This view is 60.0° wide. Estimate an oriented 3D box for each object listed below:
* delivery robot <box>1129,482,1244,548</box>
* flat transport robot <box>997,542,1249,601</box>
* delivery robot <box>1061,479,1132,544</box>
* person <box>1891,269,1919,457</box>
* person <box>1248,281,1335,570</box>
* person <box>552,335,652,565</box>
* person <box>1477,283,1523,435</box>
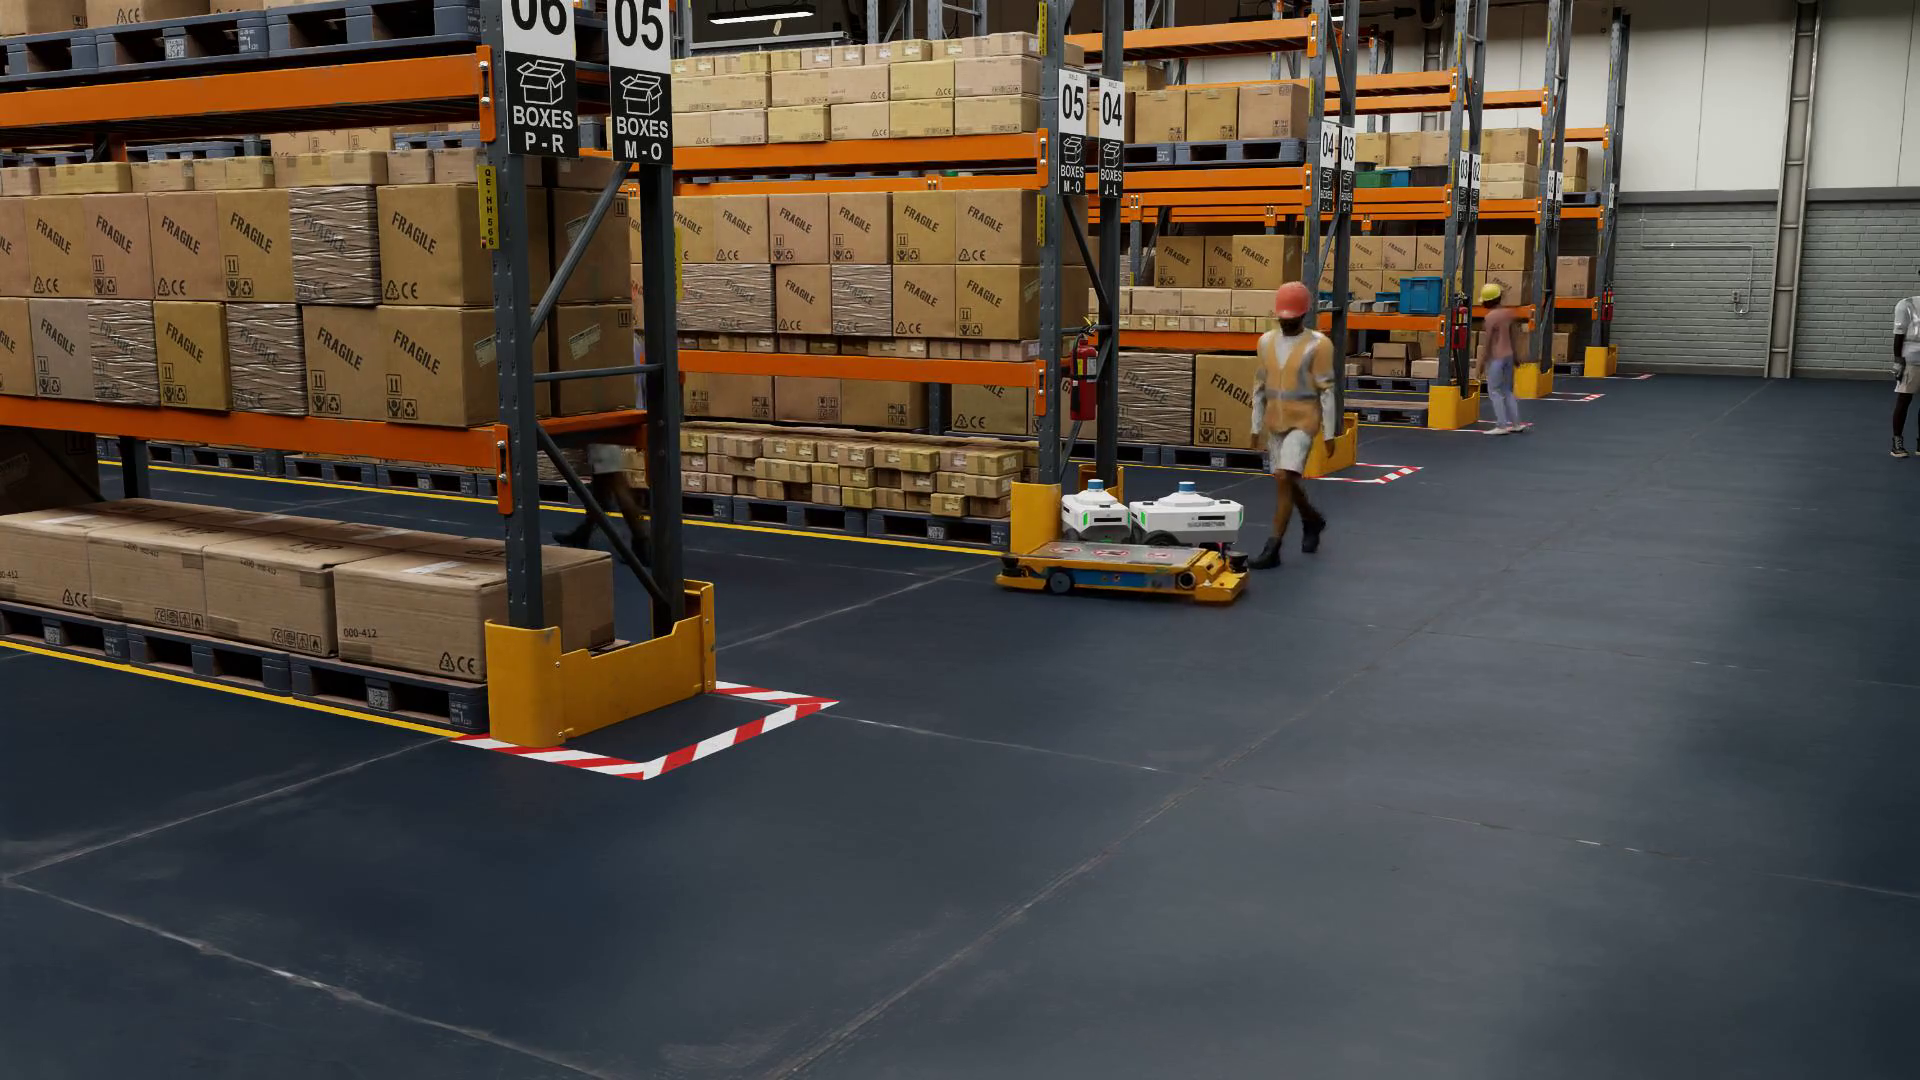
[{"bbox_3d":[1.479,-0.138,10.862,0.707,0.478,0.477,-1,10,-8],"label":"delivery robot"},{"bbox_3d":[1.000,0.173,10.142,1.431,0.197,0.652,3,10,18],"label":"flat transport robot"},{"bbox_3d":[0.891,-0.157,10.972,0.477,0.478,0.707,-1,10,-9],"label":"delivery robot"},{"bbox_3d":[9.726,-1.809,16.802,0.607,1.962,0.367,0,10,-1],"label":"person"},{"bbox_3d":[2.230,-0.769,11.001,0.922,1.882,0.592,-10,14,-44],"label":"person"},{"bbox_3d":[-2.392,-0.789,11.065,0.996,1.884,0.547,5,11,29],"label":"person"},{"bbox_3d":[6.116,-2.048,18.893,0.595,1.722,0.448,-8,13,-41],"label":"person"}]
